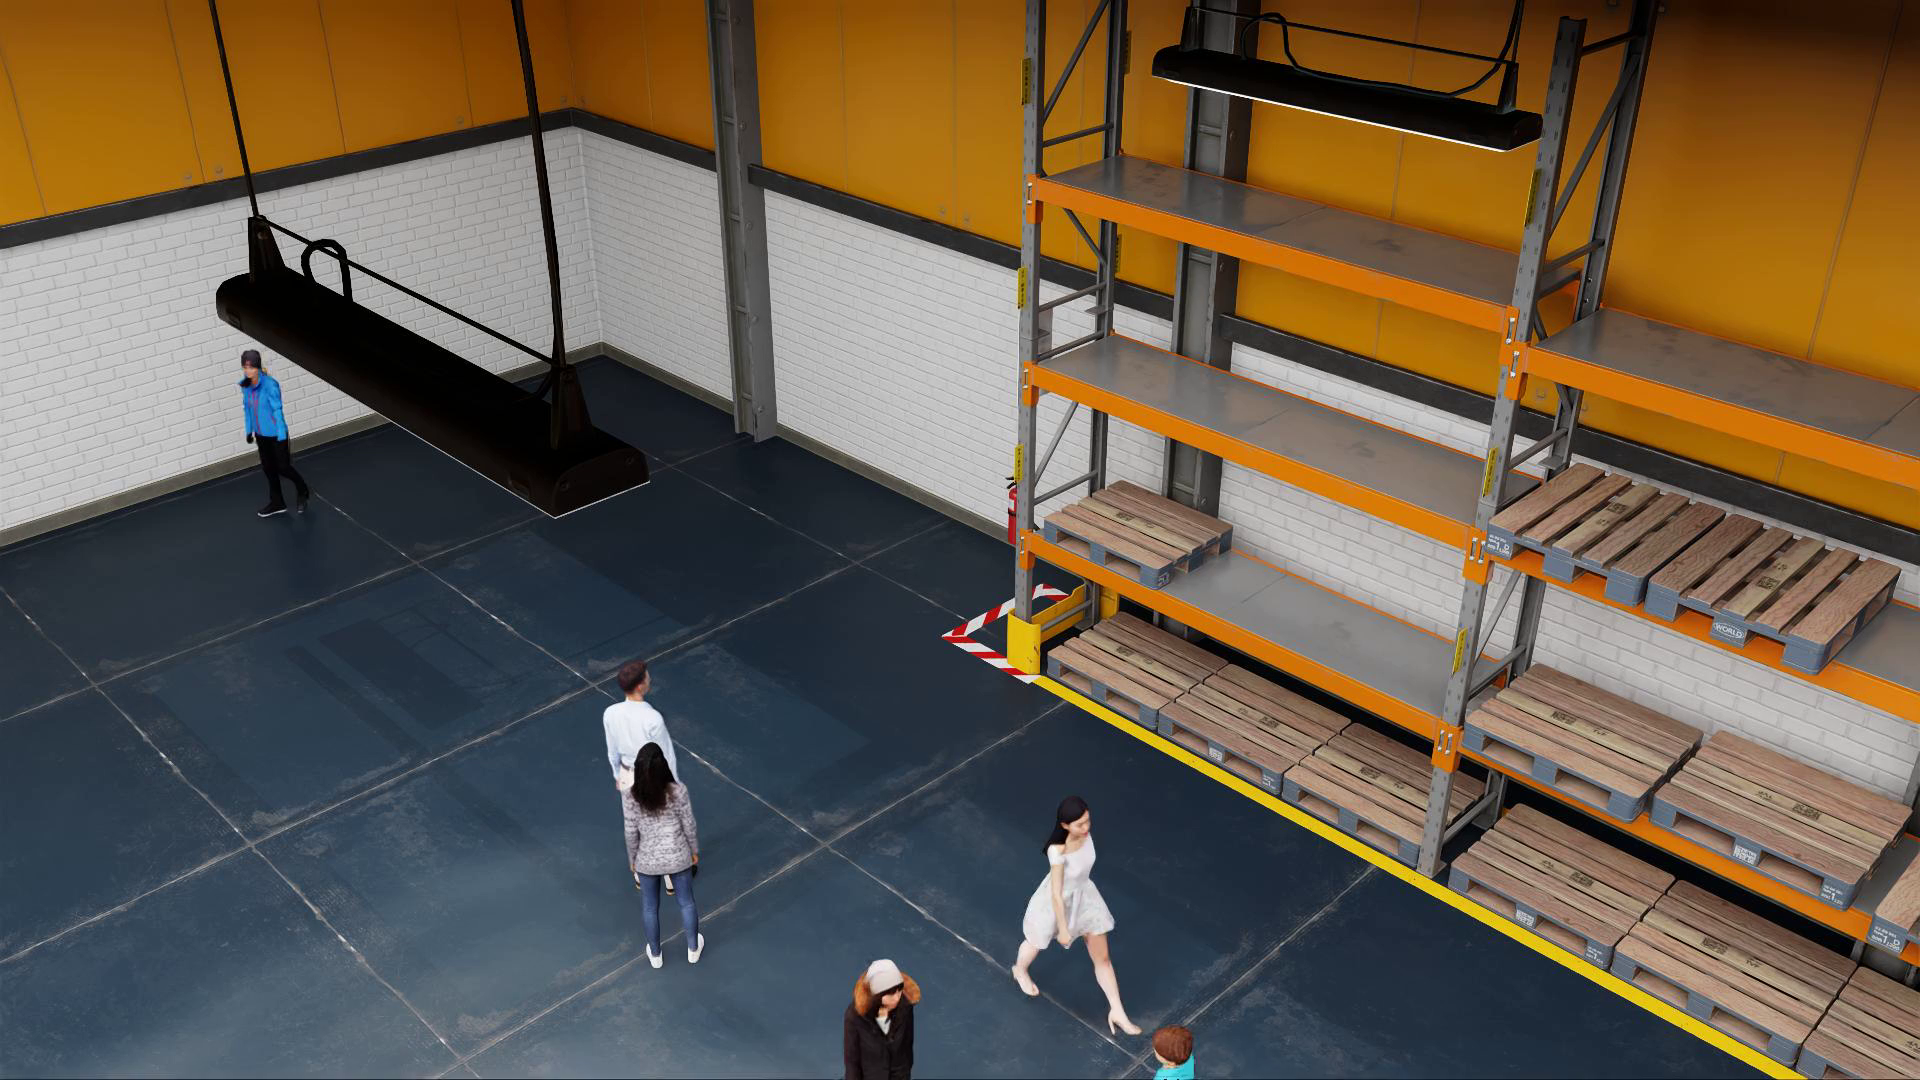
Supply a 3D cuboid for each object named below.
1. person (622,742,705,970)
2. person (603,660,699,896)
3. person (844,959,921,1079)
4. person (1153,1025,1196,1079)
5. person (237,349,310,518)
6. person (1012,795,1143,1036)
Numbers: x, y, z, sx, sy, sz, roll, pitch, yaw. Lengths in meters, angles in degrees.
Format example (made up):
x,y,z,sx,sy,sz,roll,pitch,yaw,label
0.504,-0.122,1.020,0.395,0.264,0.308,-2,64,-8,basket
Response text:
x,y,z,sx,sy,sz,roll,pitch,yaw,label
-1.939,2.051,10.826,0.687,1.733,0.708,-5,29,-9,person
-2.164,1.647,11.449,0.693,1.845,0.801,9,30,16,person
-0.497,2.953,9.309,0.912,1.602,1.134,-9,30,-17,person
1.226,3.202,9.039,0.989,1.424,0.650,19,34,31,person
-6.790,-1.056,16.457,0.762,1.794,0.846,21,35,33,person
0.576,2.298,10.390,1.227,1.717,0.705,20,35,32,person
